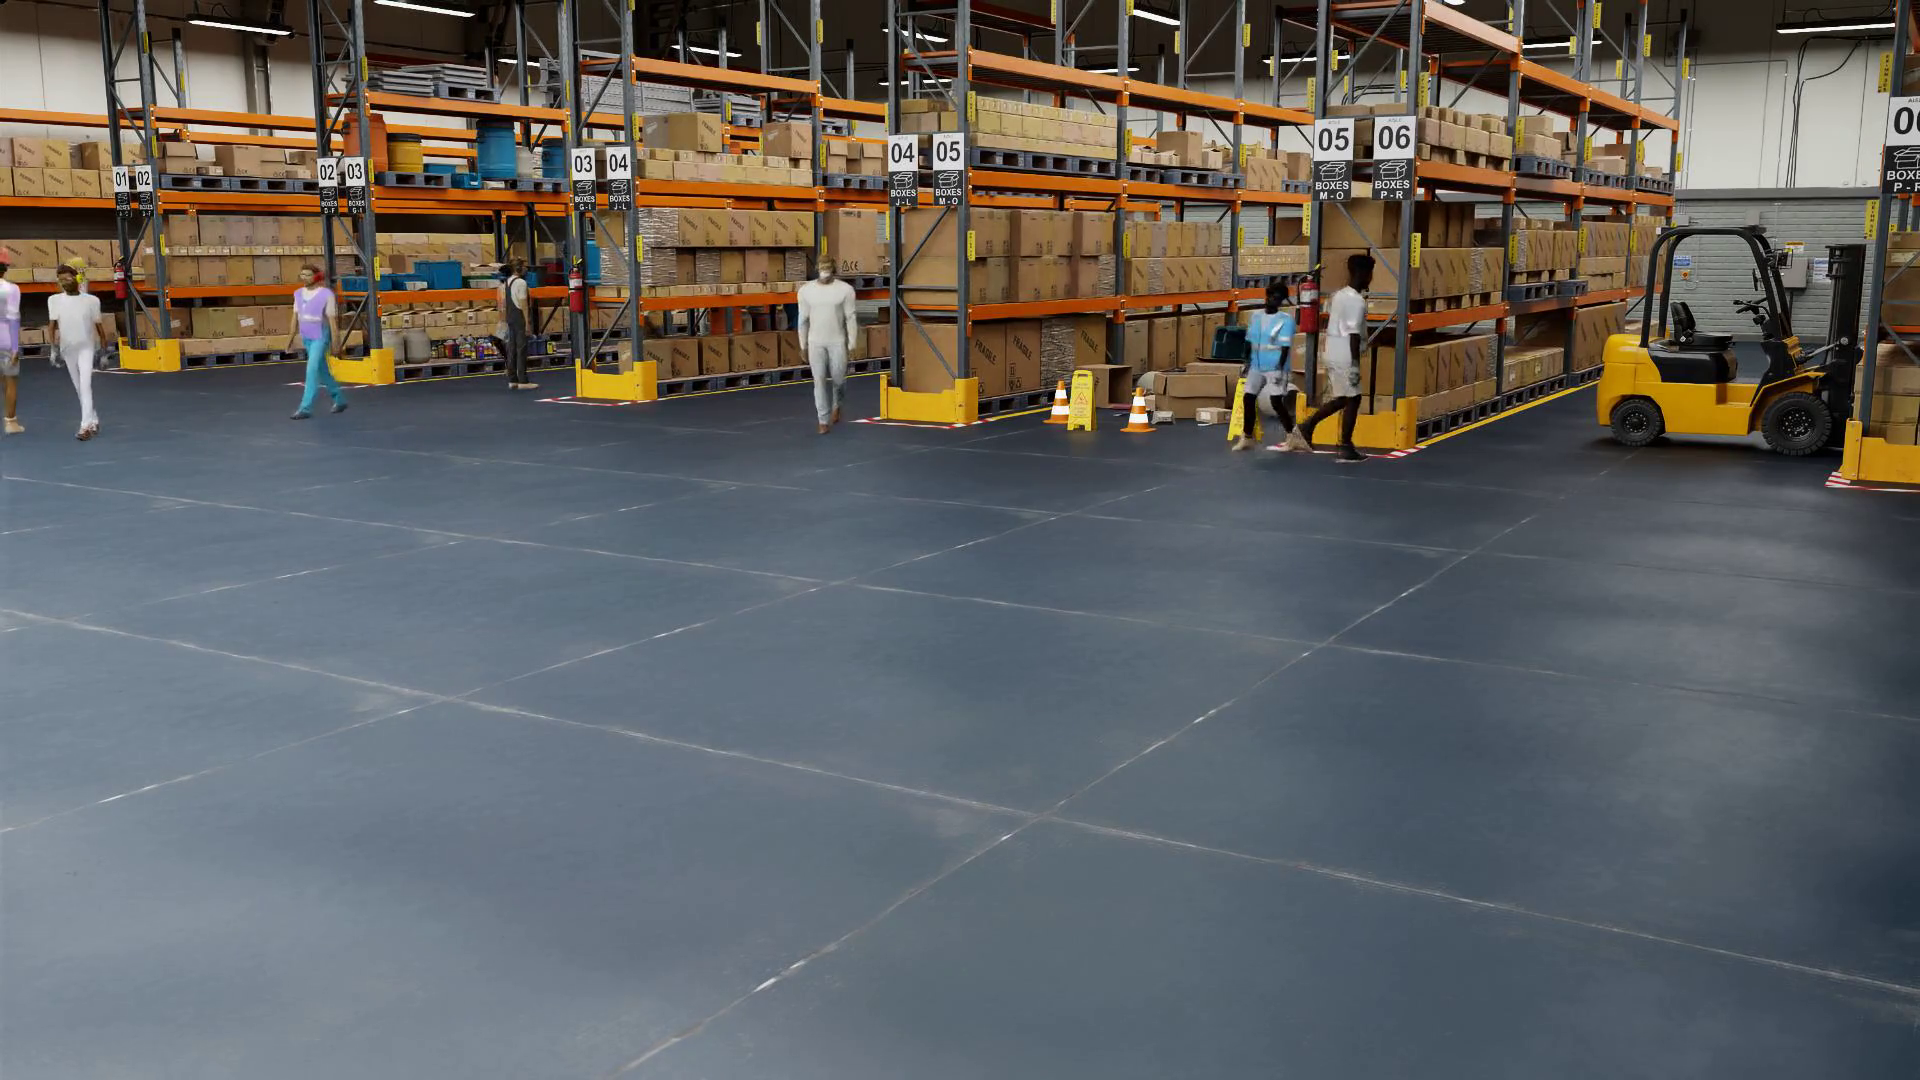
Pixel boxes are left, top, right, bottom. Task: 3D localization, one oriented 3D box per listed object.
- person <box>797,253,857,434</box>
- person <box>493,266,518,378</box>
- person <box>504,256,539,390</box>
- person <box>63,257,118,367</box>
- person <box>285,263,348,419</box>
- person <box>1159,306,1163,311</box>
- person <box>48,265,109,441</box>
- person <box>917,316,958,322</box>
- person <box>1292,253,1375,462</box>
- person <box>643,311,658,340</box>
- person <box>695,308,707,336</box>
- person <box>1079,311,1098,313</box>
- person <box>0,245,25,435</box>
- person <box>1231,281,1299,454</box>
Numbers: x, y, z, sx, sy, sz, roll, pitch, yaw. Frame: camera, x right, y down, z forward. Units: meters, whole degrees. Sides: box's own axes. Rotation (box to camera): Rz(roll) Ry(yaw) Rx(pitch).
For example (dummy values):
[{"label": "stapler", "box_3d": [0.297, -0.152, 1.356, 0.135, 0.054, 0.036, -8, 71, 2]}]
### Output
[{"label": "person", "box_3d": [-1.424, -2.110, 17.835, 0.634, 1.923, 0.571, 0, 10, -1]}, {"label": "person", "box_3d": [-6.788, -3.267, 24.962, 0.556, 1.680, 0.398, 8, 13, 38]}, {"label": "person", "box_3d": [-6.128, -3.011, 23.105, 0.329, 1.842, 0.509, -10, 14, -44]}, {"label": "person", "box_3d": [-14.506, -3.769, 27.497, 0.612, 1.780, 0.961, 4, 11, 24]}, {"label": "person", "box_3d": [-7.531, -2.338, 19.462, 0.567, 1.806, 0.961, 6, 12, 29]}, {"label": "person", "box_3d": [4.635, -5.712, 37.920, 0.623, 1.954, 0.944, 10, 14, 43]}, {"label": "person", "box_3d": [-9.151, -1.946, 17.274, 0.486, 1.810, 1.004, -2, 10, -10]}, {"label": "person", "box_3d": [-0.333, -2.773, 21.219, 0.704, 2.000, 0.804, 4, 11, 23]}, {"label": "person", "box_3d": [3.491, -1.675, 15.359, 0.648, 1.938, 0.651, -1, 10, -6]}, {"label": "person", "box_3d": [-5.995, -4.603, 31.840, 0.563, 1.950, 0.557, 9, 14, 42]}, {"label": "person", "box_3d": [-5.324, -5.019, 34.159, 0.586, 1.921, 0.384, 7, 12, 34]}, {"label": "person", "box_3d": [2.184, -4.055, 28.922, 0.585, 1.860, 0.740, 7, 12, 34]}, {"label": "person", "box_3d": [-10.077, -2.056, 17.302, 0.627, 2.011, 0.818, -1, 10, -4]}, {"label": "person", "box_3d": [2.985, -1.664, 16.072, 0.421, 1.672, 0.579, -8, 13, -39]}]
